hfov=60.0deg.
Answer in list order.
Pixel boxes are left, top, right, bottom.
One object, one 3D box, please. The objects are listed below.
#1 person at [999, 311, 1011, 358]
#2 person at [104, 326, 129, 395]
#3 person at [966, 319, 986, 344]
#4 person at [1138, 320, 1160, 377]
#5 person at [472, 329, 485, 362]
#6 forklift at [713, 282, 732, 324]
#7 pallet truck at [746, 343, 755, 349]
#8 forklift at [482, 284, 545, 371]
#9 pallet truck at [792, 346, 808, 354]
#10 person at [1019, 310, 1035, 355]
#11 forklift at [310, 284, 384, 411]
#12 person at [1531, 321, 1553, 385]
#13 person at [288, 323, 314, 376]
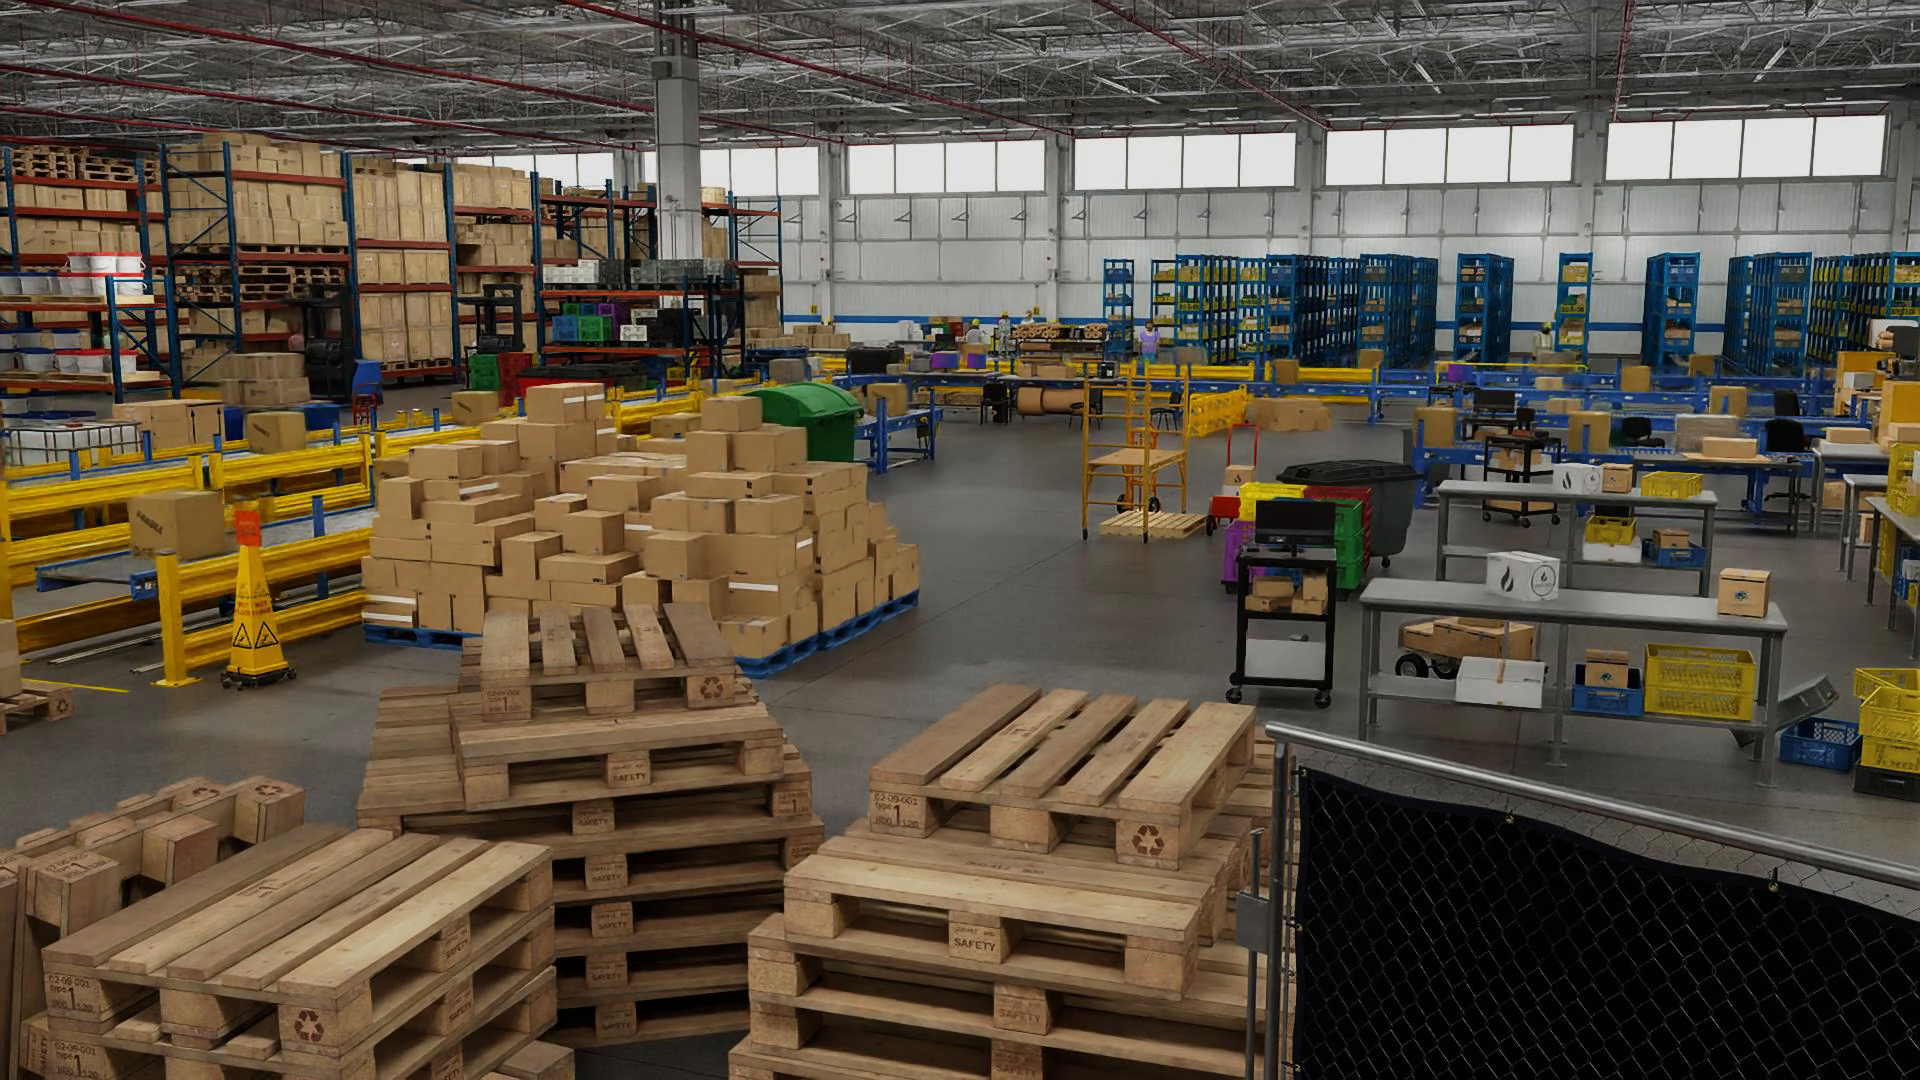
[{"bbox_3d":[1.638,-7.520,60.907,0.485,1.735,0.346,-5,10,-27],"label":"person"},{"bbox_3d":[-21.429,-4.578,42.168,0.575,1.821,0.793,2,9,15],"label":"person"},{"bbox_3d":[0.461,-5.193,45.964,0.589,1.837,0.404,5,10,28],"label":"person"},{"bbox_3d":[5.035,-4.941,44.336,0.570,1.849,0.380,0,9,-2],"label":"person"},{"bbox_3d":[-12.043,-4.478,41.943,0.321,1.694,0.535,9,12,43],"label":"person"},{"bbox_3d":[-7.405,-6.590,51.467,1.873,2.768,1.129,3,10,20],"label":"forklift"},{"bbox_3d":[-6.183,-4.618,44.264,1.601,1.201,0.680,-9,12,-43],"label":"pallet truck"},{"bbox_3d":[-10.832,-4.702,39.610,1.129,2.768,1.873,3,10,20],"label":"forklift"},{"bbox_3d":[-3.705,-4.298,42.022,0.653,1.274,1.630,3,10,20],"label":"pallet truck"},{"bbox_3d":[2.224,-6.813,56.072,0.728,1.860,0.511,8,12,43],"label":"person"},{"bbox_3d":[-14.010,-4.334,37.302,1.129,2.768,1.873,3,10,20],"label":"forklift"},{"bbox_3d":[15.760,-5.026,45.041,0.620,1.797,0.658,-2,9,-13],"label":"person"},{"bbox_3d":[-15.553,-4.183,39.410,0.652,1.904,0.402,-4,10,-21],"label":"person"}]
